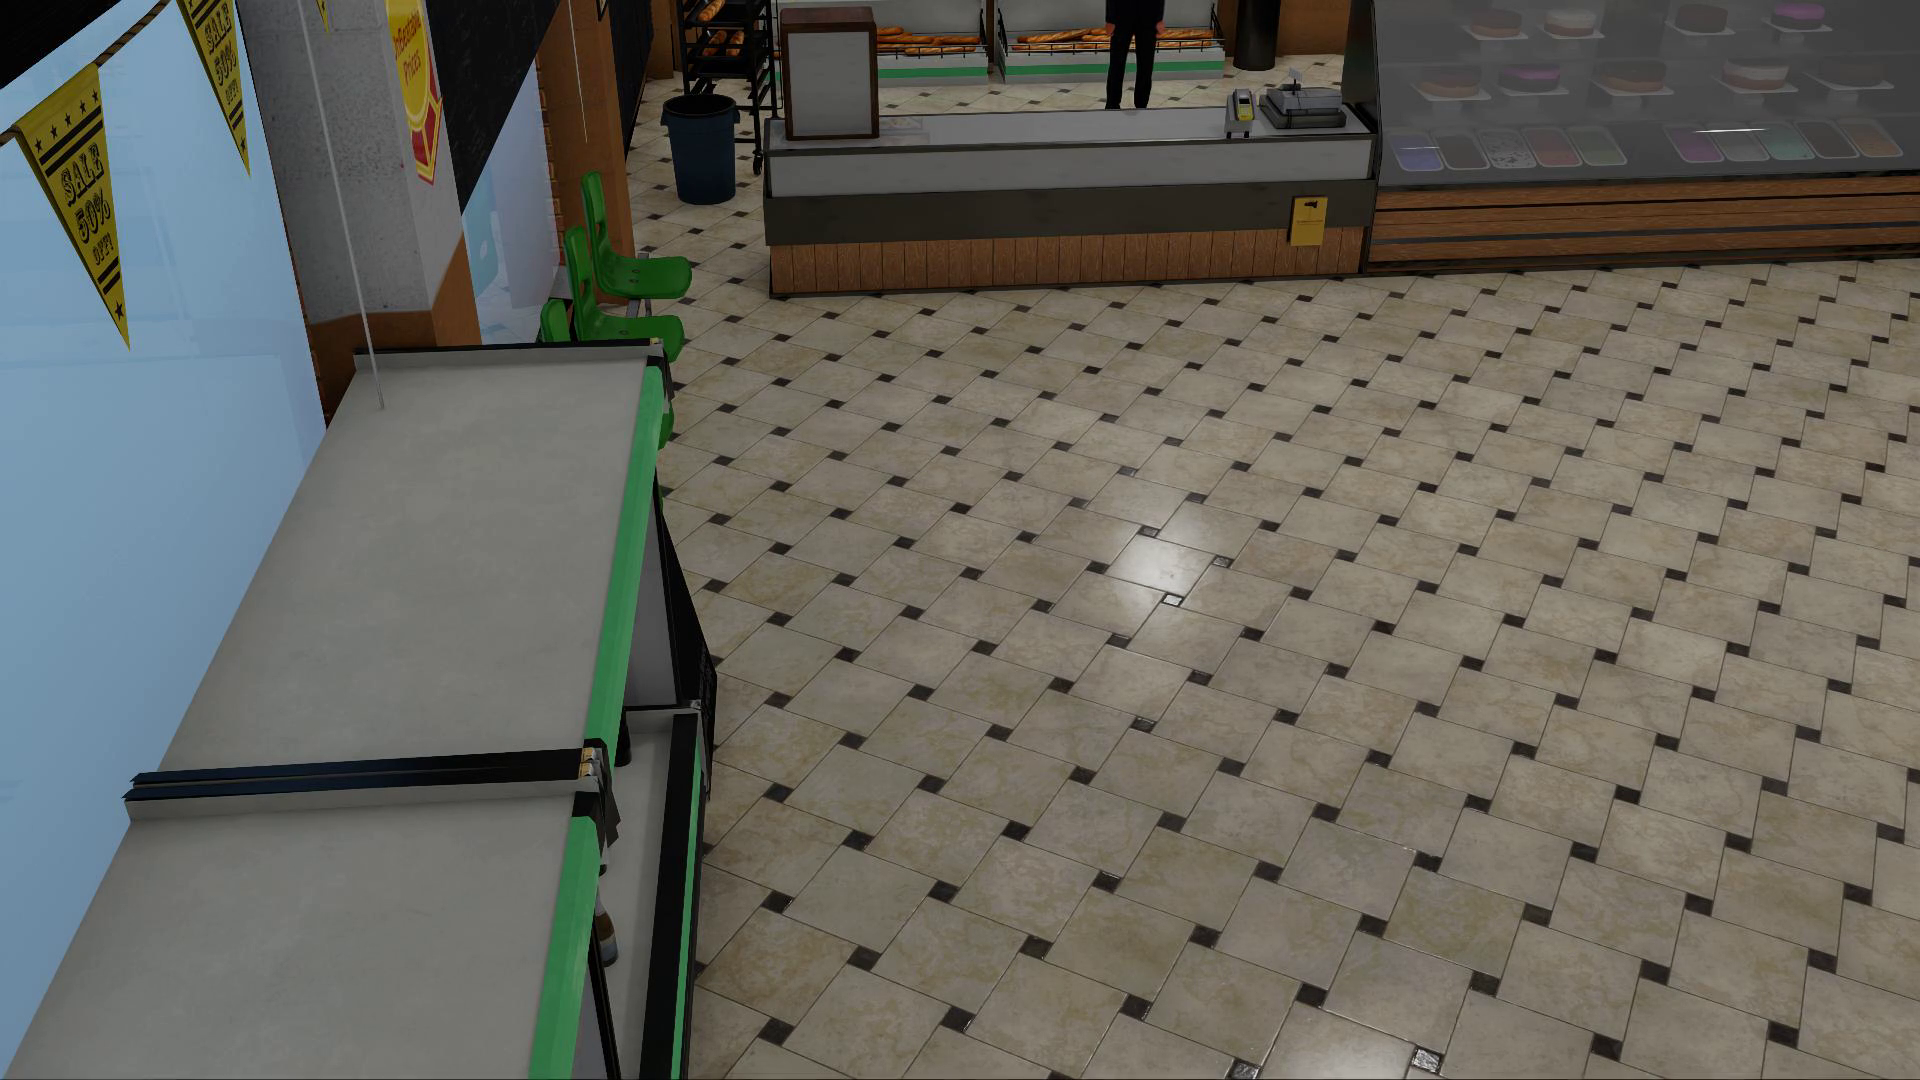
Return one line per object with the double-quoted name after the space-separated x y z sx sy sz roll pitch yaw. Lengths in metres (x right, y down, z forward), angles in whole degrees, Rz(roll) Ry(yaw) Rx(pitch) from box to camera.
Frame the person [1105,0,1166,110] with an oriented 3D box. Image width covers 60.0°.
1.425 -4.237 13.467 0.629 1.863 0.554 -3 32 -4 "person"
